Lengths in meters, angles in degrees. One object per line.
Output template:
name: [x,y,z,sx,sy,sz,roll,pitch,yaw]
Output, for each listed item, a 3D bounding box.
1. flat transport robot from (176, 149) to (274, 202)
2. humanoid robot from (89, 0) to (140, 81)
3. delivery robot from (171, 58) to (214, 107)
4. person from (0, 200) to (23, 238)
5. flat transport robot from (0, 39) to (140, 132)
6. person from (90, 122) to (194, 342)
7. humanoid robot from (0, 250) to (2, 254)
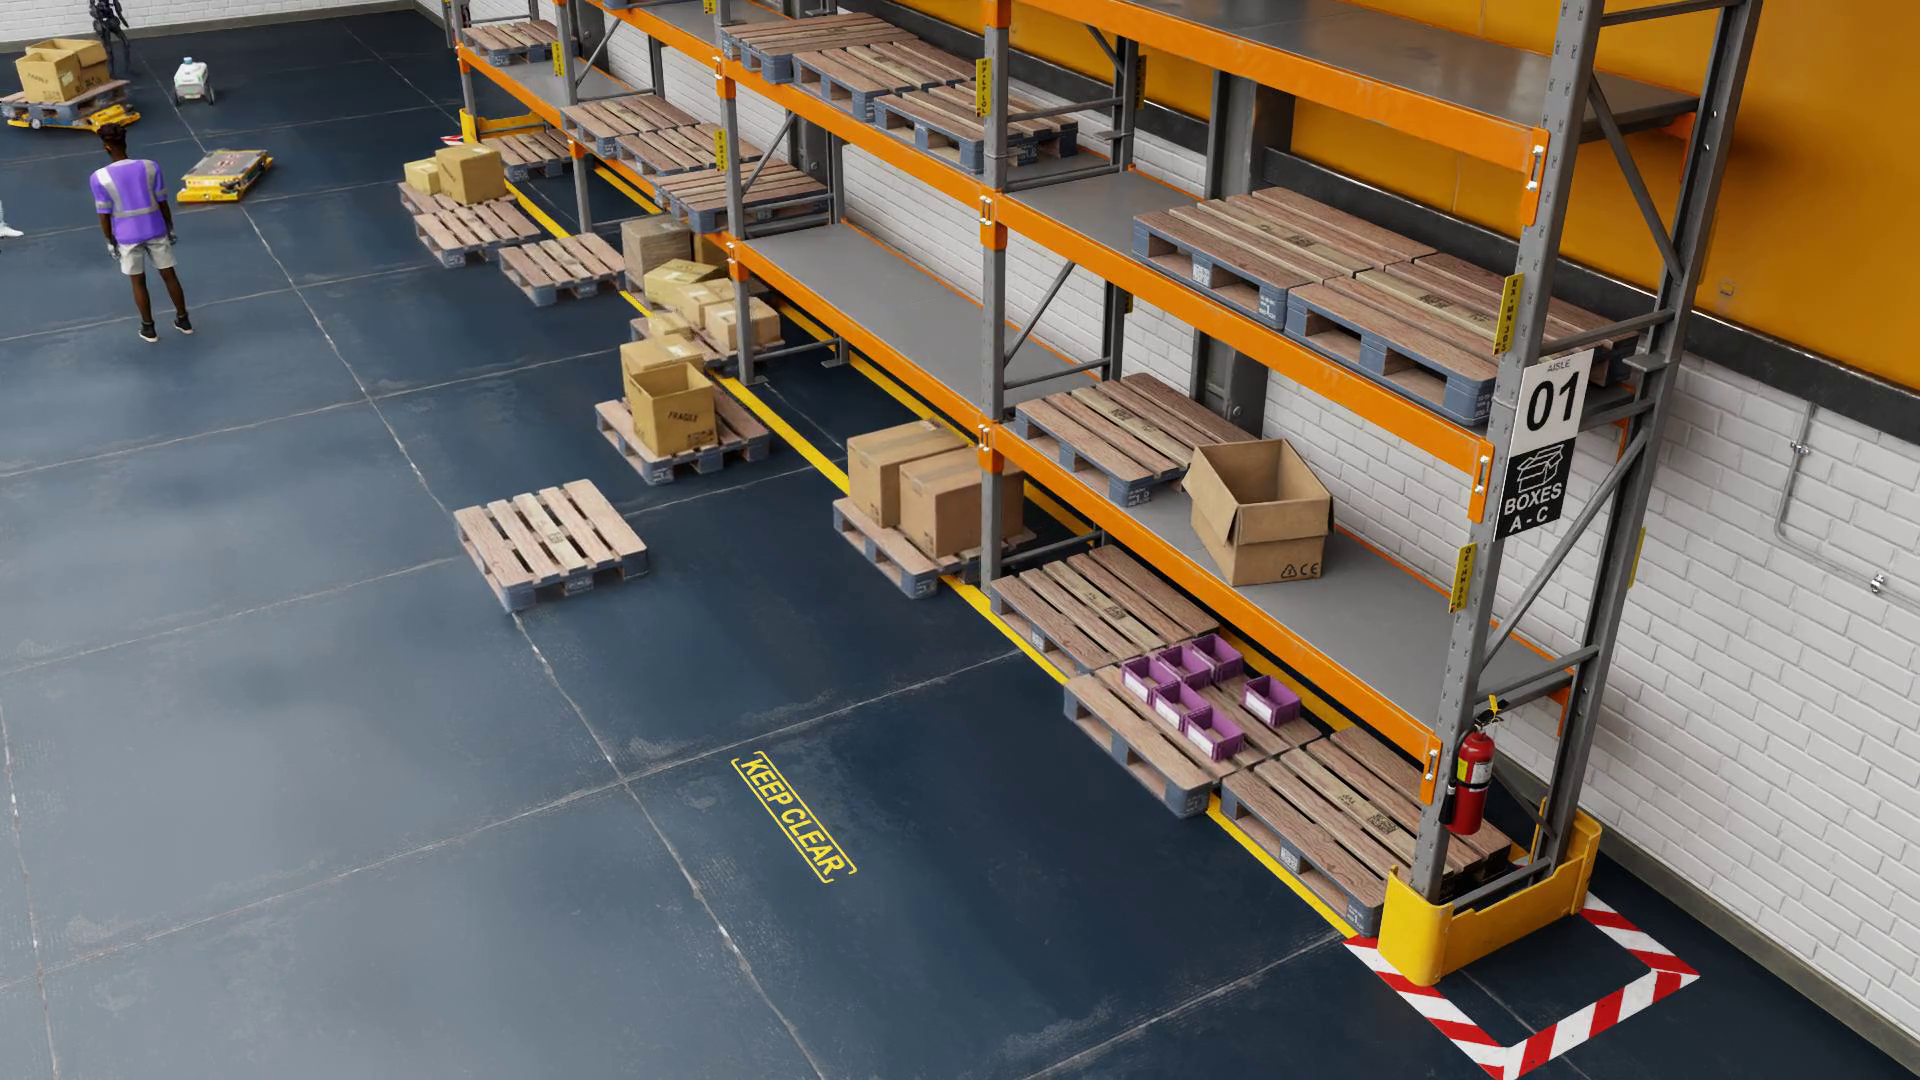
flat transport robot: [-8.387,-4.175,19.002,0.659,0.231,1.431,-2,30,-4]
humanoid robot: [-11.738,-7.190,22.892,0.321,1.645,0.598,5,30,8]
delivery robot: [-10.198,-6.085,22.091,0.499,0.601,0.775,-8,30,-13]
person: [-10.160,-3.885,17.032,0.540,1.691,0.483,-4,30,-8]
flat transport robot: [-11.282,-5.403,21.170,1.431,0.231,0.659,6,30,11]
person: [-7.265,-2.719,14.725,0.606,1.958,0.369,-22,36,-33]
humanoid robot: [-8.974,-2.665,14.951,0.770,1.628,0.611,19,35,30]
